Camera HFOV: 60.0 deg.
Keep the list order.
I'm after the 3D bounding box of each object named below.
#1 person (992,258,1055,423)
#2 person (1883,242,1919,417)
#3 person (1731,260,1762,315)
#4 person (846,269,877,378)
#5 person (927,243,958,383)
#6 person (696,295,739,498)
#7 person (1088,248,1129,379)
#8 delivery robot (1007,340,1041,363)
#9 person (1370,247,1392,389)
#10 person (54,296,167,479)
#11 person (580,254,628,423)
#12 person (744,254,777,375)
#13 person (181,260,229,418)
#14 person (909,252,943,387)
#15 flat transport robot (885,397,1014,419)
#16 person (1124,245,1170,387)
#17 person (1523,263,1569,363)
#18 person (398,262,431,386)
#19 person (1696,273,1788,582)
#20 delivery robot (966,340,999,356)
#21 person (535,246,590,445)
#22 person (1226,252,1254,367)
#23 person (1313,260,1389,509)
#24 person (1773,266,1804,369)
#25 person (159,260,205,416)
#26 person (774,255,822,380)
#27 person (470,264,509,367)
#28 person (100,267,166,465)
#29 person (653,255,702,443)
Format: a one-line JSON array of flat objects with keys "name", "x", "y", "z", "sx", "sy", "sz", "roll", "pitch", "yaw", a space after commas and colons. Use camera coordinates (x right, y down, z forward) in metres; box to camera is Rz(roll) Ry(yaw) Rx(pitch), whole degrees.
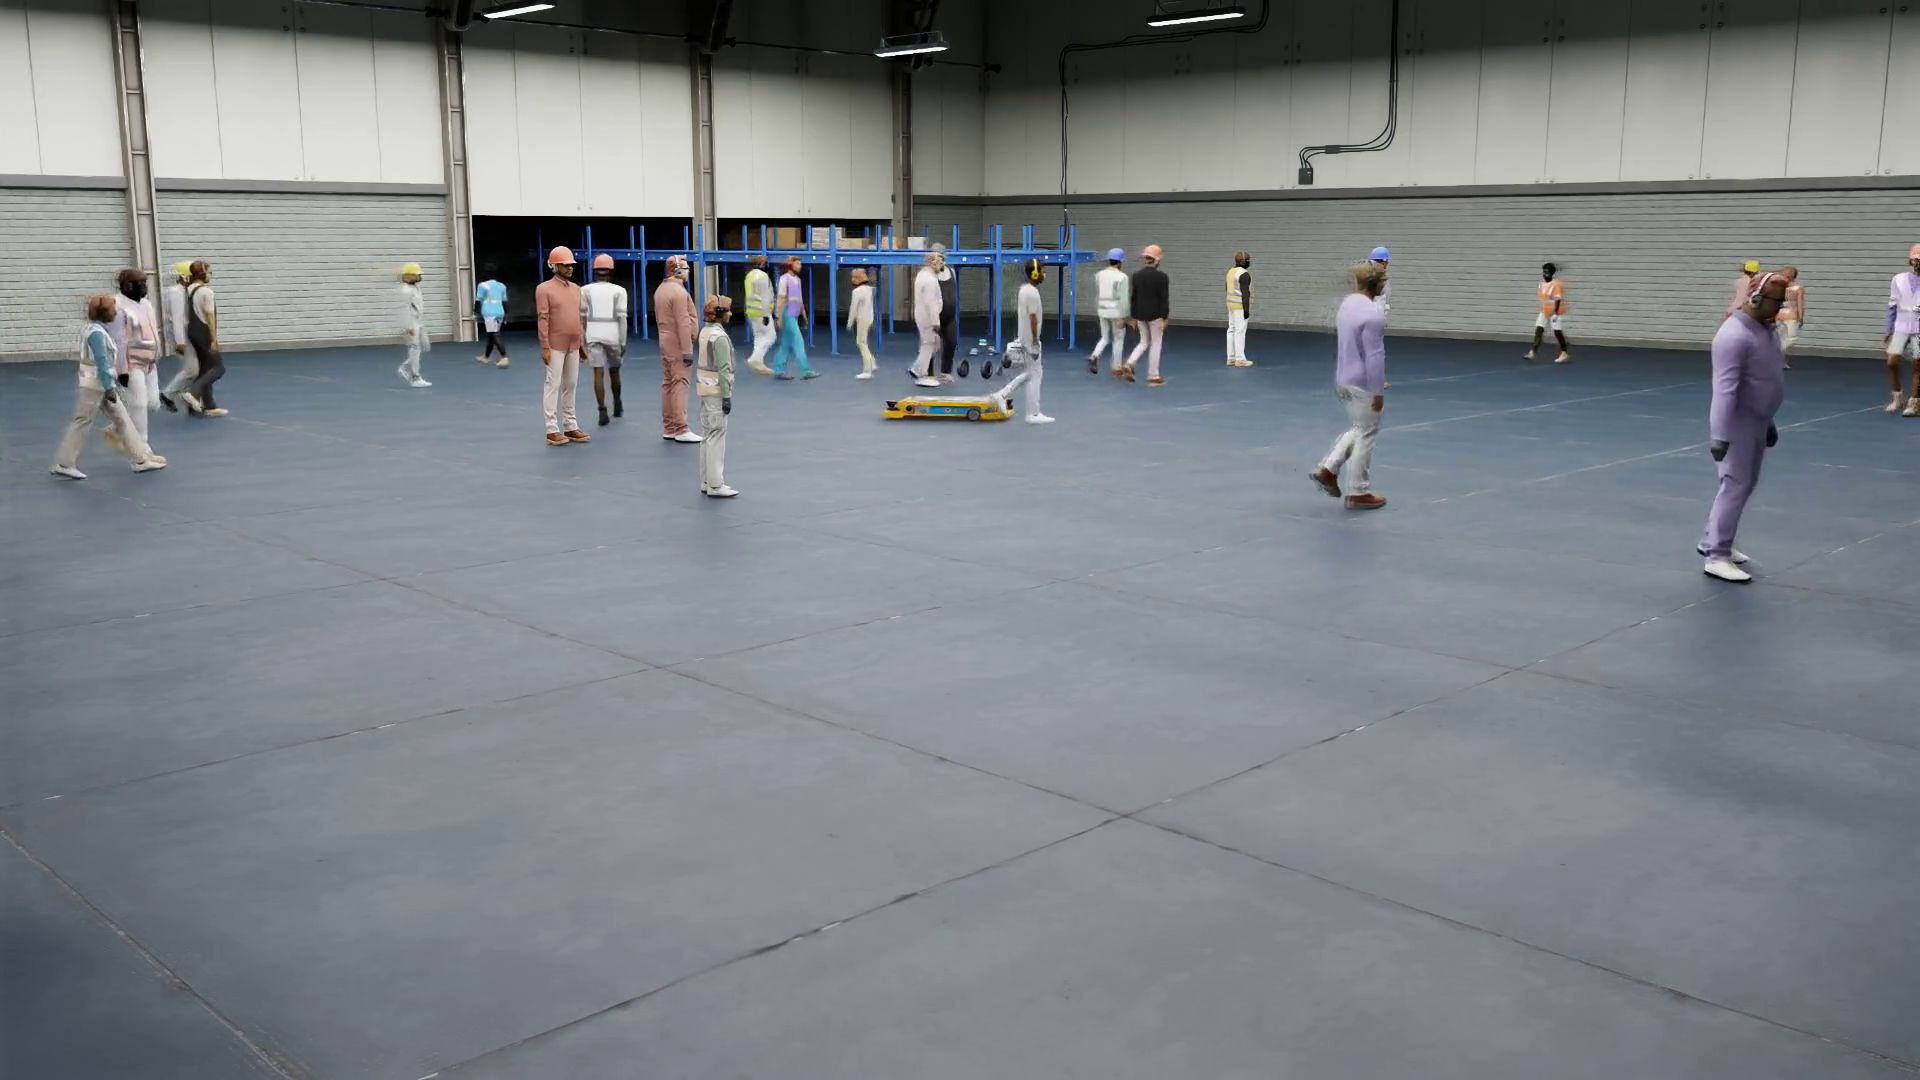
[{"name": "person", "x": 0.737, "y": -2.250, "z": 18.814, "sx": 0.608, "sy": 1.859, "sz": 0.509, "roll": -2, "pitch": 11, "yaw": -12}, {"name": "person", "x": 11.118, "y": -2.451, "z": 19.432, "sx": 0.584, "sy": 2.025, "sz": 0.644, "roll": -9, "pitch": 14, "yaw": -41}, {"name": "person", "x": 12.615, "y": -3.628, "z": 26.726, "sx": 0.780, "sy": 1.717, "sz": 0.527, "roll": -4, "pitch": 11, "yaw": -22}, {"name": "person", "x": -1.464, "y": -3.207, "z": 24.669, "sx": 0.392, "sy": 1.618, "sz": 0.510, "roll": 4, "pitch": 11, "yaw": 20}, {"name": "person", "x": -0.329, "y": -3.193, "z": 23.553, "sx": 0.705, "sy": 2.000, "sz": 0.647, "roll": -7, "pitch": 13, "yaw": -34}, {"name": "person", "x": -1.983, "y": -1.172, "z": 13.546, "sx": 0.318, "sy": 1.630, "sz": 0.510, "roll": -5, "pitch": 11, "yaw": -25}, {"name": "person", "x": 2.229, "y": -3.363, "z": 24.675, "sx": 0.610, "sy": 1.927, "sz": 0.623, "roll": -10, "pitch": 15, "yaw": -44}, {"name": "delivery robot", "x": 1.034, "y": -3.093, "z": 26.811, "sx": 0.477, "sy": 0.478, "sz": 0.707, "roll": 5, "pitch": 12, "yaw": 25}, {"name": "person", "x": 5.784, "y": -3.096, "z": 23.162, "sx": 0.393, "sy": 1.949, "sz": 0.602, "roll": -1, "pitch": 10, "yaw": -6}, {"name": "person", "x": -7.538, "y": -1.337, "z": 14.568, "sx": 0.882, "sy": 1.592, "sz": 0.535, "roll": -3, "pitch": 11, "yaw": -18}, {"name": "person", "x": -4.057, "y": -2.303, "z": 18.988, "sx": 0.571, "sy": 1.884, "sz": 0.975, "roll": -1, "pitch": 10, "yaw": -7}, {"name": "person", "x": -3.041, "y": -3.424, "z": 25.299, "sx": 0.431, "sy": 1.820, "sz": 0.647, "roll": -6, "pitch": 12, "yaw": -31}, {"name": "person", "x": -8.820, "y": -2.329, "z": 19.304, "sx": 0.520, "sy": 1.831, "sz": 0.537, "roll": 6, "pitch": 12, "yaw": 30}, {"name": "person", "x": -0.426, "y": -3.087, "z": 23.288, "sx": 0.418, "sy": 1.882, "sz": 0.690, "roll": -2, "pitch": 11, "yaw": -11}, {"name": "flat transport robot", "x": -0.114, "y": -1.552, "z": 19.437, "sx": 1.431, "sy": 0.197, "sz": 0.652, "roll": 2, "pitch": 10, "yaw": 8}, {"name": "person", "x": 2.637, "y": -3.138, "z": 23.315, "sx": 0.574, "sy": 1.981, "sz": 0.628, "roll": -10, "pitch": 14, "yaw": -42}, {"name": "person", "x": 9.748, "y": -3.748, "z": 27.501, "sx": 0.896, "sy": 1.642, "sz": 0.560, "roll": -5, "pitch": 11, "yaw": -25}, {"name": "person", "x": -7.676, "y": -3.029, "z": 23.372, "sx": 0.404, "sy": 1.730, "sz": 0.507, "roll": 0, "pitch": 10, "yaw": -1}, {"name": "person", "x": 4.830, "y": -0.715, "z": 10.369, "sx": 0.531, "sy": 1.886, "sz": 0.799, "roll": 9, "pitch": 14, "yaw": 42}, {"name": "delivery robot", "x": 0.340, "y": -2.903, "z": 25.064, "sx": 0.335, "sy": 0.223, "sz": 0.698, "roll": 6, "pitch": 12, "yaw": 31}, {"name": "person", "x": -4.048, "y": -1.986, "z": 16.977, "sx": 0.379, "sy": 1.996, "sz": 0.609, "roll": 6, "pitch": 12, "yaw": 30}, {"name": "person", "x": 4.564, "y": -3.768, "z": 27.117, "sx": 0.430, "sy": 1.844, "sz": 0.623, "roll": -3, "pitch": 11, "yaw": -16}, {"name": "person", "x": 3.111, "y": -1.205, "z": 12.919, "sx": 0.488, "sy": 1.920, "sz": 0.645, "roll": -2, "pitch": 11, "yaw": -9}, {"name": "person", "x": 13.001, "y": -3.489, "z": 26.190, "sx": 0.532, "sy": 1.620, "sz": 0.532, "roll": -5, "pitch": 12, "yaw": -27}, {"name": "person", "x": -9.044, "y": -2.342, "z": 19.391, "sx": 0.541, "sy": 1.821, "sz": 0.627, "roll": -1, "pitch": 10, "yaw": -8}, {"name": "person", "x": -2.353, "y": -3.233, "z": 24.274, "sx": 0.879, "sy": 1.804, "sz": 0.596, "roll": 2, "pitch": 11, "yaw": 13}, {"name": "person", "x": -7.560, "y": -3.616, "z": 26.813, "sx": 0.897, "sy": 1.646, "sz": 0.548, "roll": 6, "pitch": 12, "yaw": 31}, {"name": "person", "x": -7.724, "y": -1.614, "z": 15.439, "sx": 0.599, "sy": 1.829, "sz": 0.640, "roll": 1, "pitch": 10, "yaw": 3}, {"name": "person", "x": -2.886, "y": -1.968, "z": 17.121, "sx": 0.405, "sy": 1.911, "sz": 0.636, "roll": -6, "pitch": 12, "yaw": -30}]
